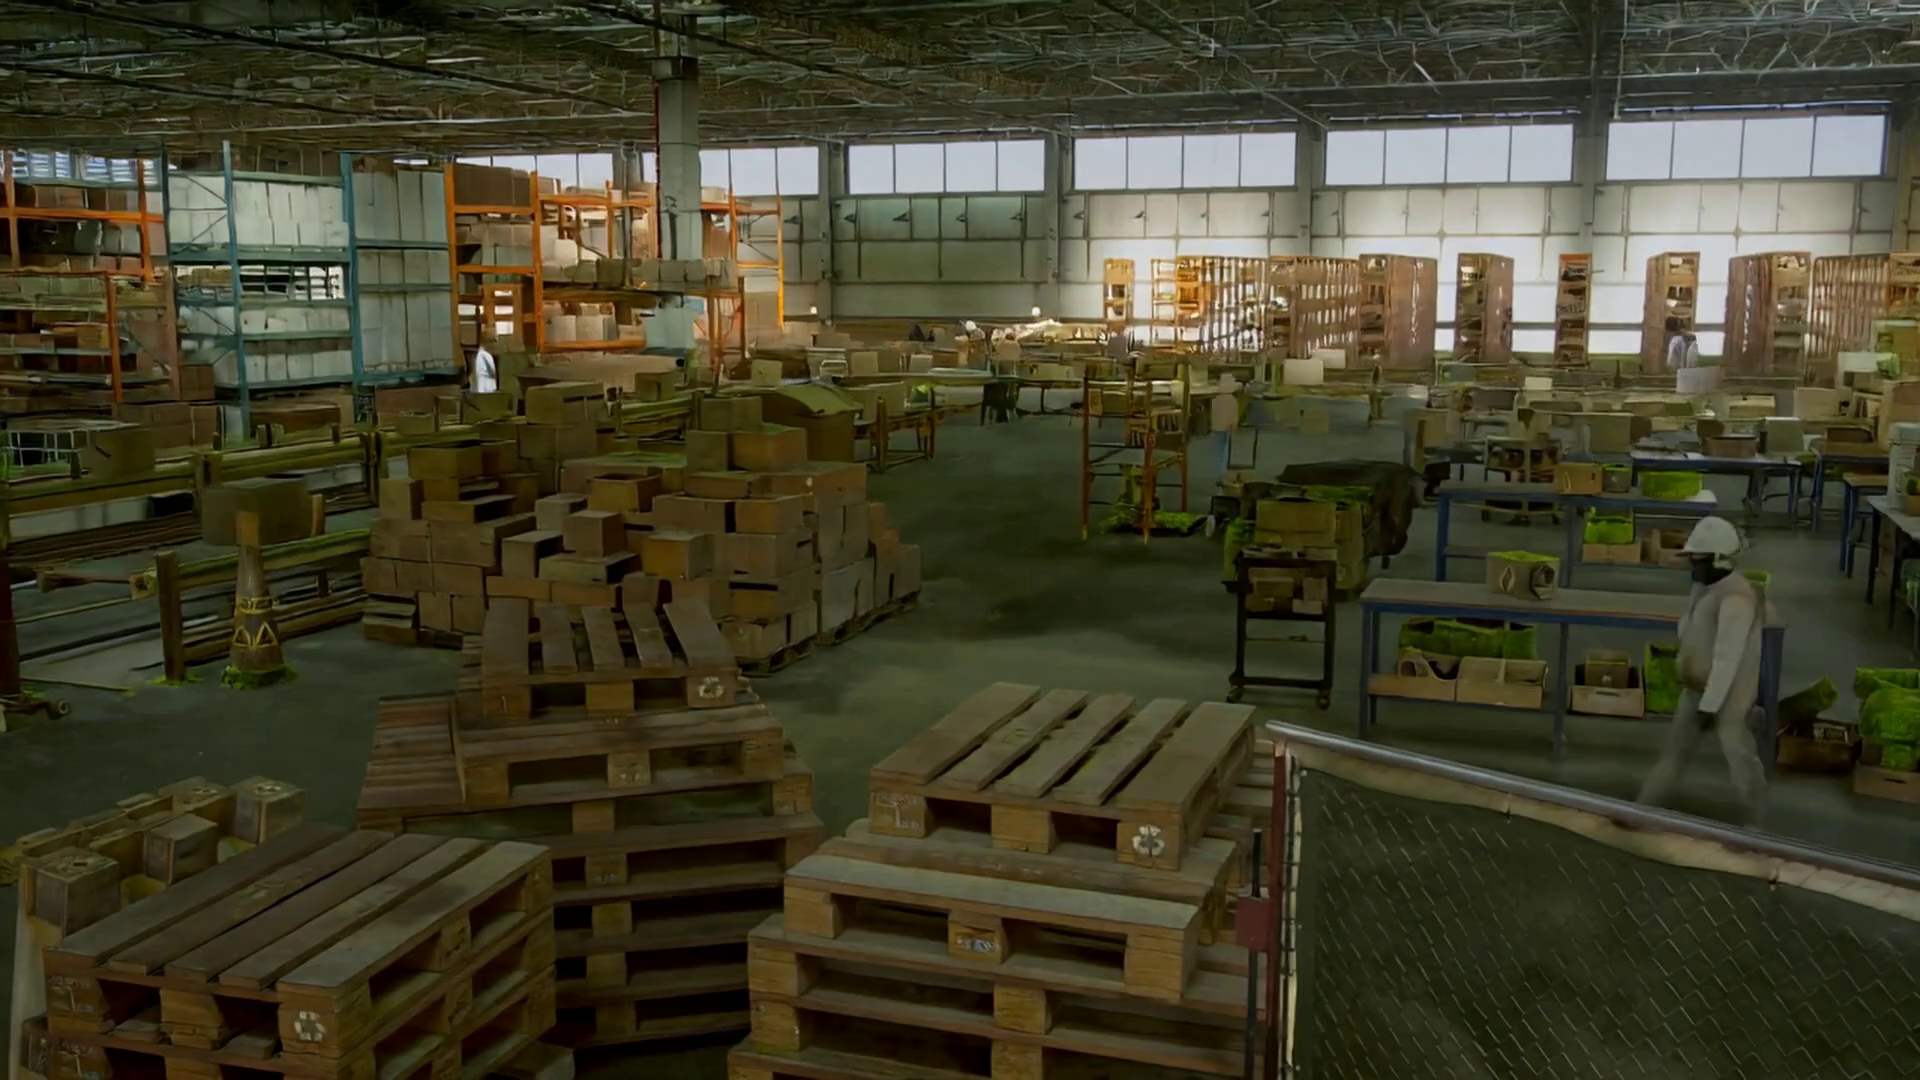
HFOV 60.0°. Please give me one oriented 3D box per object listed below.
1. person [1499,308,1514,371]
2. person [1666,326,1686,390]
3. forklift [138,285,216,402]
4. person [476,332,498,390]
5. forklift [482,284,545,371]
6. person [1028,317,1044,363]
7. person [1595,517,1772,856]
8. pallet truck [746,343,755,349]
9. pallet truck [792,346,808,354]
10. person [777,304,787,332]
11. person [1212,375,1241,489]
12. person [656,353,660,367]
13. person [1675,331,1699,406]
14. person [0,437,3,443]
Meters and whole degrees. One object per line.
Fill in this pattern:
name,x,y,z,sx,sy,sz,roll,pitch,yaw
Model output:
person,16.595,-5.997,50.392,0.404,2.038,0.622,-2,9,-12
person,17.192,-4.207,39.800,0.518,1.823,0.572,6,11,31
forklift,-17.480,-4.200,36.461,1.873,2.768,1.129,3,10,19
person,-8.268,-2.626,29.194,0.391,2.045,0.608,0,9,0
forklift,-10.832,-4.702,39.610,1.129,2.768,1.873,3,10,20
person,2.128,-5.363,46.991,1.017,1.854,0.661,6,11,34
person,3.862,0.768,8.684,0.916,1.780,0.616,1,9,5
pallet truck,-6.183,-4.618,44.264,1.601,1.201,0.680,-9,12,-43
pallet truck,-3.705,-4.298,42.022,0.653,1.274,1.630,3,10,20
person,-7.207,-8.427,66.060,0.968,1.913,0.606,3,9,16
person,3.823,-1.543,23.702,0.521,1.612,0.529,-8,12,-41
person,-9.804,-6.556,54.840,0.534,1.738,0.786,4,10,21
person,17.005,-3.969,38.524,0.645,1.747,0.535,6,11,34
person,-17.424,-2.519,29.592,0.526,1.709,0.957,-2,9,-10
